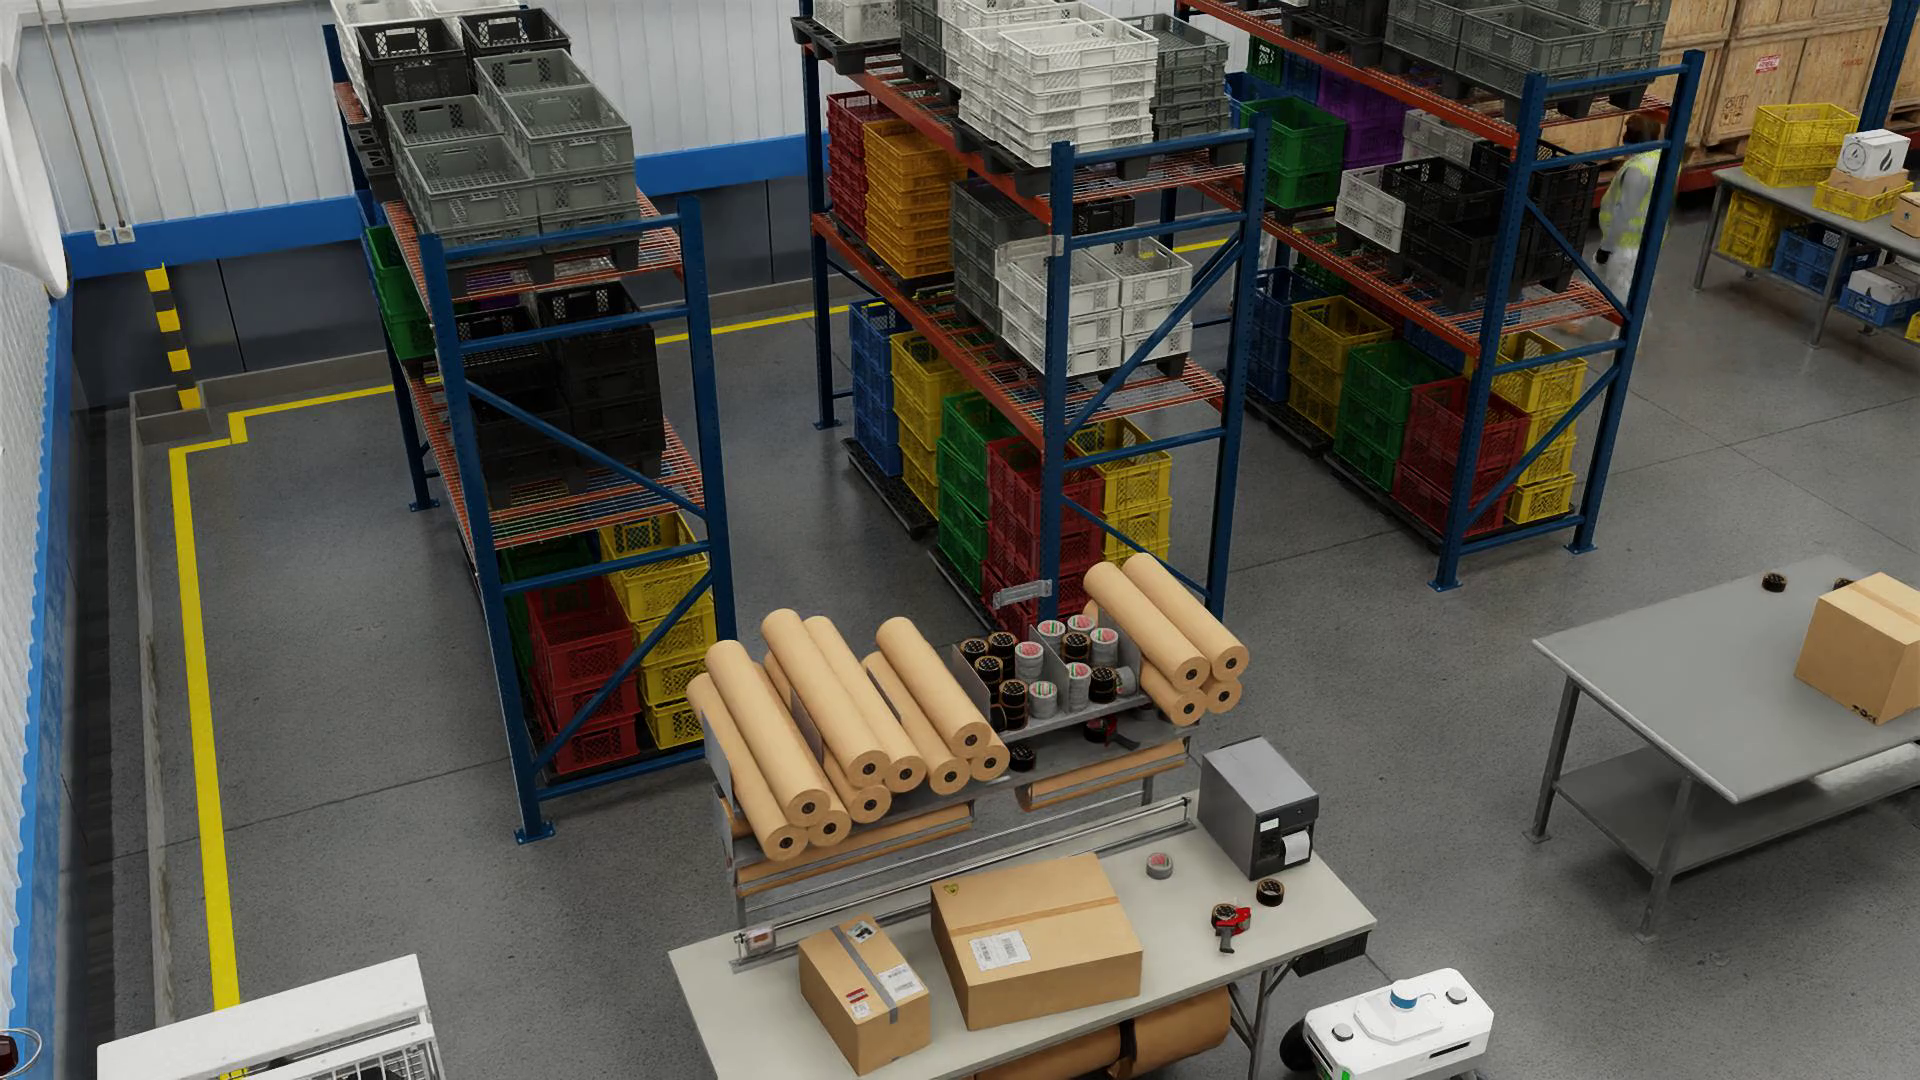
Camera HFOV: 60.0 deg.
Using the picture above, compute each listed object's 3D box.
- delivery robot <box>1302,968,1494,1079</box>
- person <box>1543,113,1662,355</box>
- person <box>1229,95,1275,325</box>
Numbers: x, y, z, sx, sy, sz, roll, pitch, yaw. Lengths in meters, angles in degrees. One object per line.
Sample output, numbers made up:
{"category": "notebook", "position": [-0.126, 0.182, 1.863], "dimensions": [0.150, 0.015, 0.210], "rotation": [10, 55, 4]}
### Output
{"category": "delivery robot", "position": [1.702, 1.919, 6.474], "dimensions": [0.707, 0.478, 0.477], "rotation": [-11, 33, -18]}
{"category": "person", "position": [4.723, -2.256, 12.149], "dimensions": [0.797, 1.812, 0.659], "rotation": [18, 36, 27]}
{"category": "person", "position": [2.282, -2.554, 12.567], "dimensions": [0.355, 1.883, 0.575], "rotation": [-7, 32, -12]}
